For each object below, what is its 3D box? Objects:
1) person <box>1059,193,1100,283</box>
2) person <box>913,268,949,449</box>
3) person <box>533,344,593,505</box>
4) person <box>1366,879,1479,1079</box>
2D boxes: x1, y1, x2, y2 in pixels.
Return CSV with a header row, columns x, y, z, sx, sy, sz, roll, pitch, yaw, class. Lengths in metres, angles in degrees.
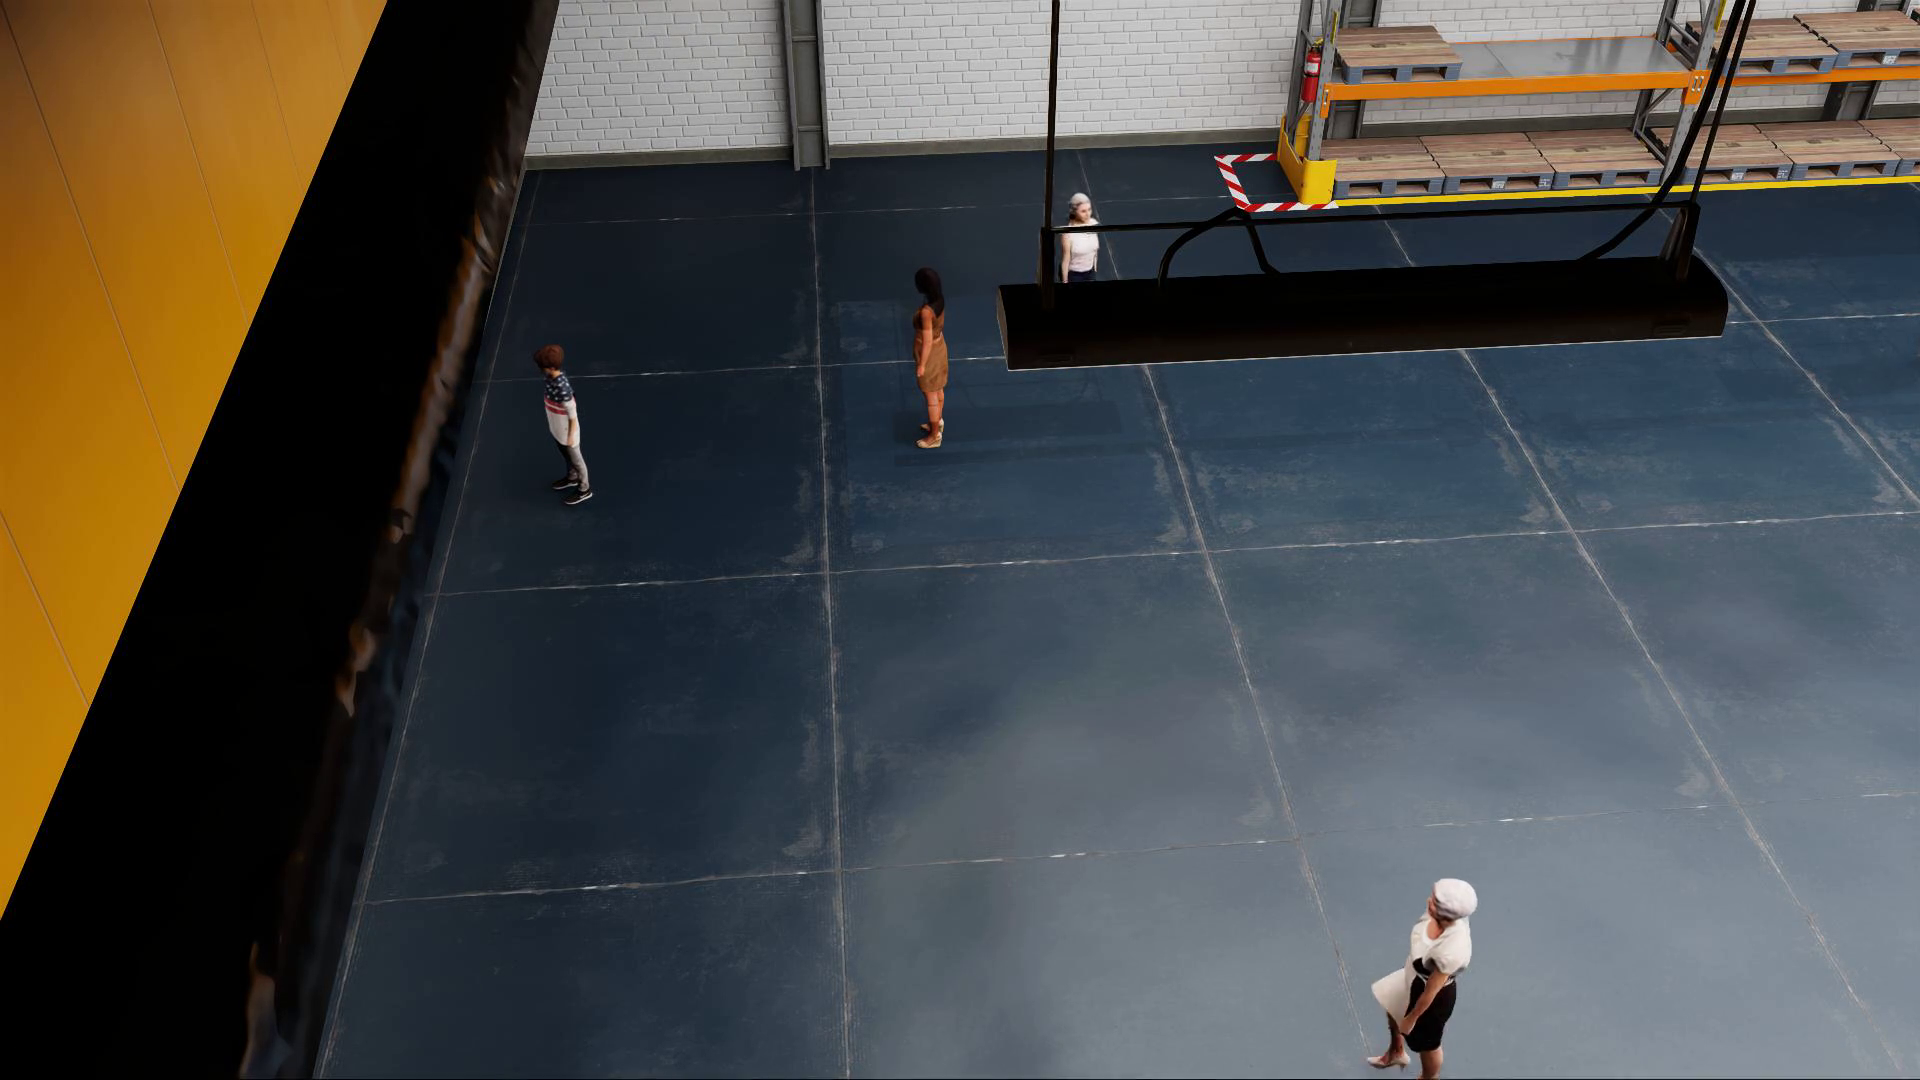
x,y,z,sx,sy,sz,roll,pitch,yaw,class
0.994,-2.371,14.937,0.830,1.689,0.879,-29,47,-31,person
-0.246,-1.527,13.883,0.579,1.686,0.604,6,39,7,person
-3.186,-0.959,13.366,0.595,1.443,0.586,-22,43,-25,person
2.599,2.436,8.876,0.794,1.740,0.737,7,39,9,person
